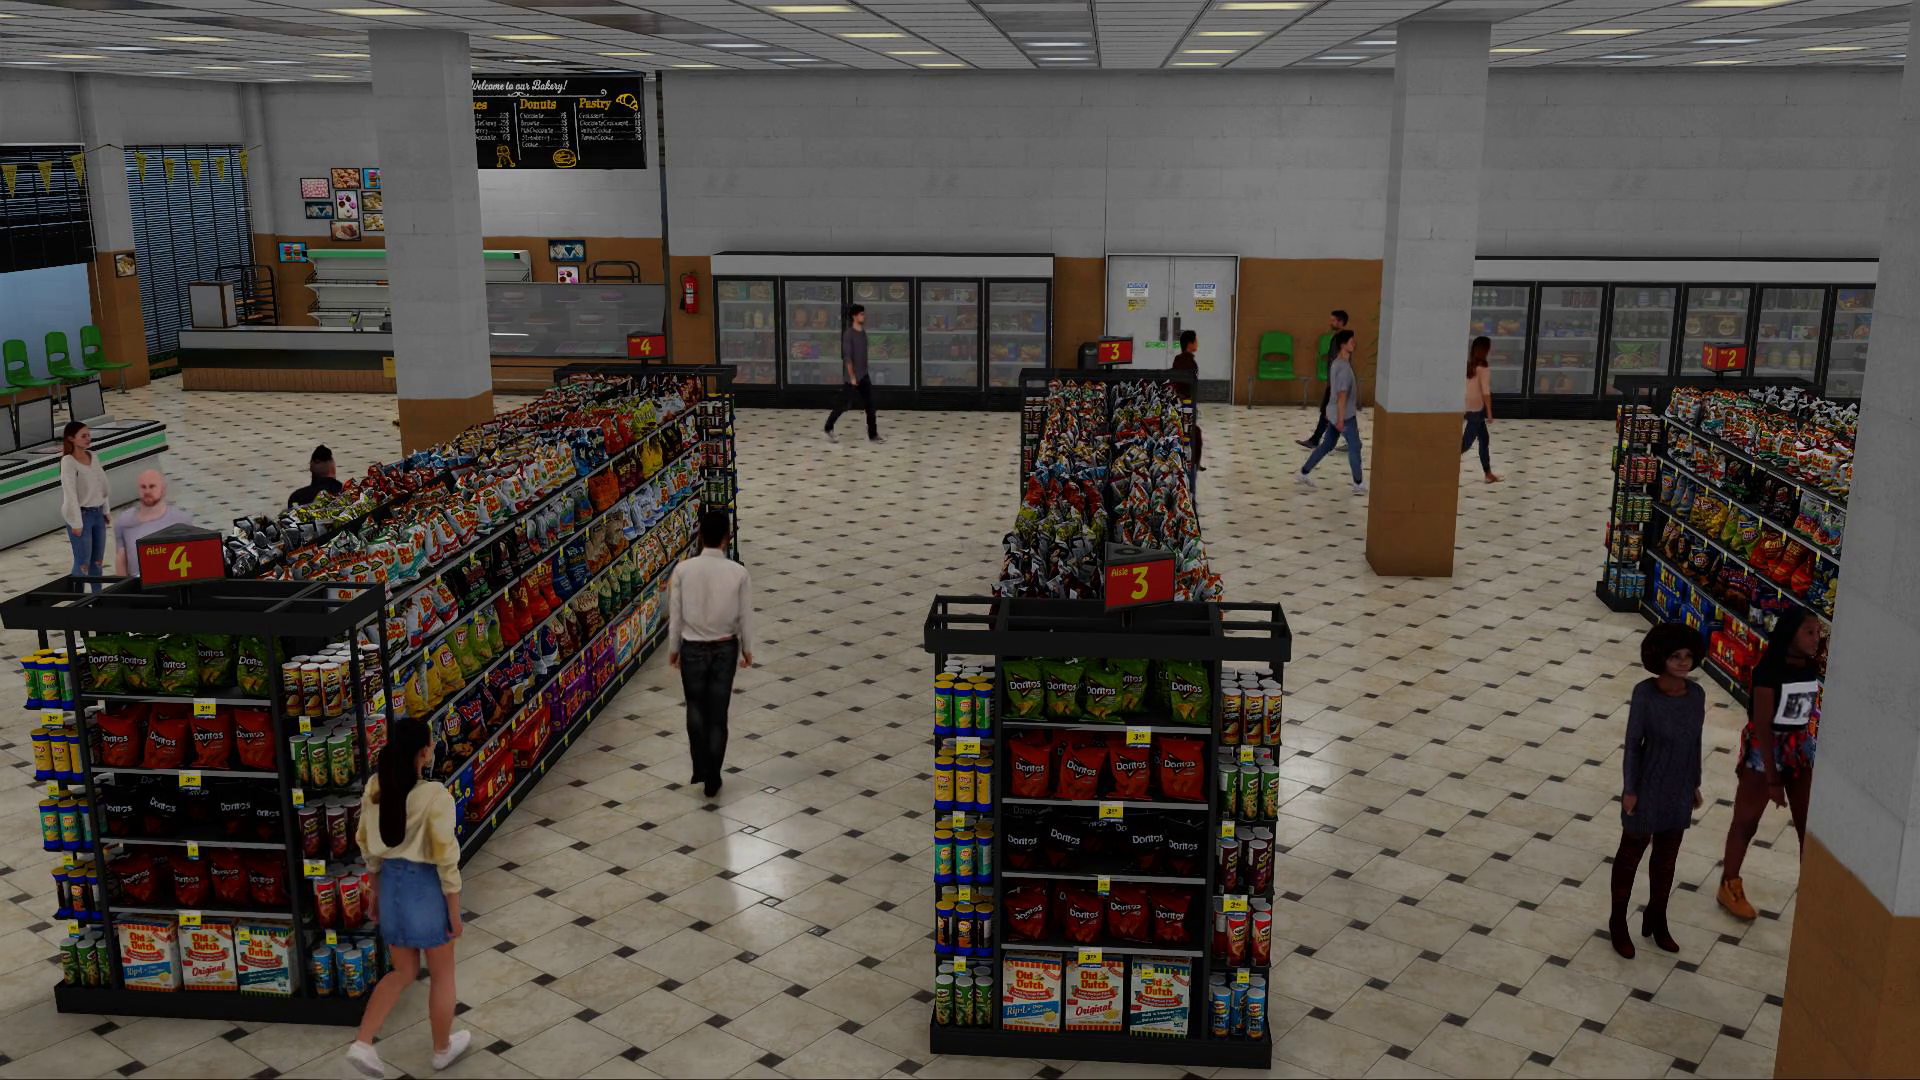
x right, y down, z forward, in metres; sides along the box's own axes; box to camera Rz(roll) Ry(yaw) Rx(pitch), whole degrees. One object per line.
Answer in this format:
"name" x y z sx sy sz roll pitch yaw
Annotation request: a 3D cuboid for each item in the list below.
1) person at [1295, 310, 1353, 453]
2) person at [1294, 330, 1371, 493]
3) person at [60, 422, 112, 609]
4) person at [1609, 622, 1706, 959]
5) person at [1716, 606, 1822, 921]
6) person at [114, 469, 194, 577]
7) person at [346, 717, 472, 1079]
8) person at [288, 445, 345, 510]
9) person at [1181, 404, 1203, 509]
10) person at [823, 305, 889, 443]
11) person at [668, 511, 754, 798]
"person" 4.970 -2.031 21.512 0.832 1.842 0.985 0 14 0
"person" 4.291 -1.455 19.110 0.761 1.853 1.105 0 14 2
"person" -7.466 -0.179 14.192 0.672 1.692 0.496 2 14 7
"person" 3.487 1.239 8.305 0.635 1.710 0.606 -3 14 -11
"person" 4.158 1.165 8.636 0.865 1.699 1.040 -5 15 -21
"person" -5.529 0.398 11.527 0.844 1.827 0.970 -4 14 -14
"person" -2.379 1.579 7.107 0.793 1.615 0.975 5 15 20
"person" -4.623 0.238 12.147 0.762 1.845 0.788 1 14 5
"person" 2.434 -0.861 17.944 0.520 1.248 0.526 0 14 -1
"person" -1.476 -2.194 22.222 1.076 1.824 1.196 9 16 31
"person" -1.538 0.736 10.209 0.718 1.792 0.708 -1 14 -5
